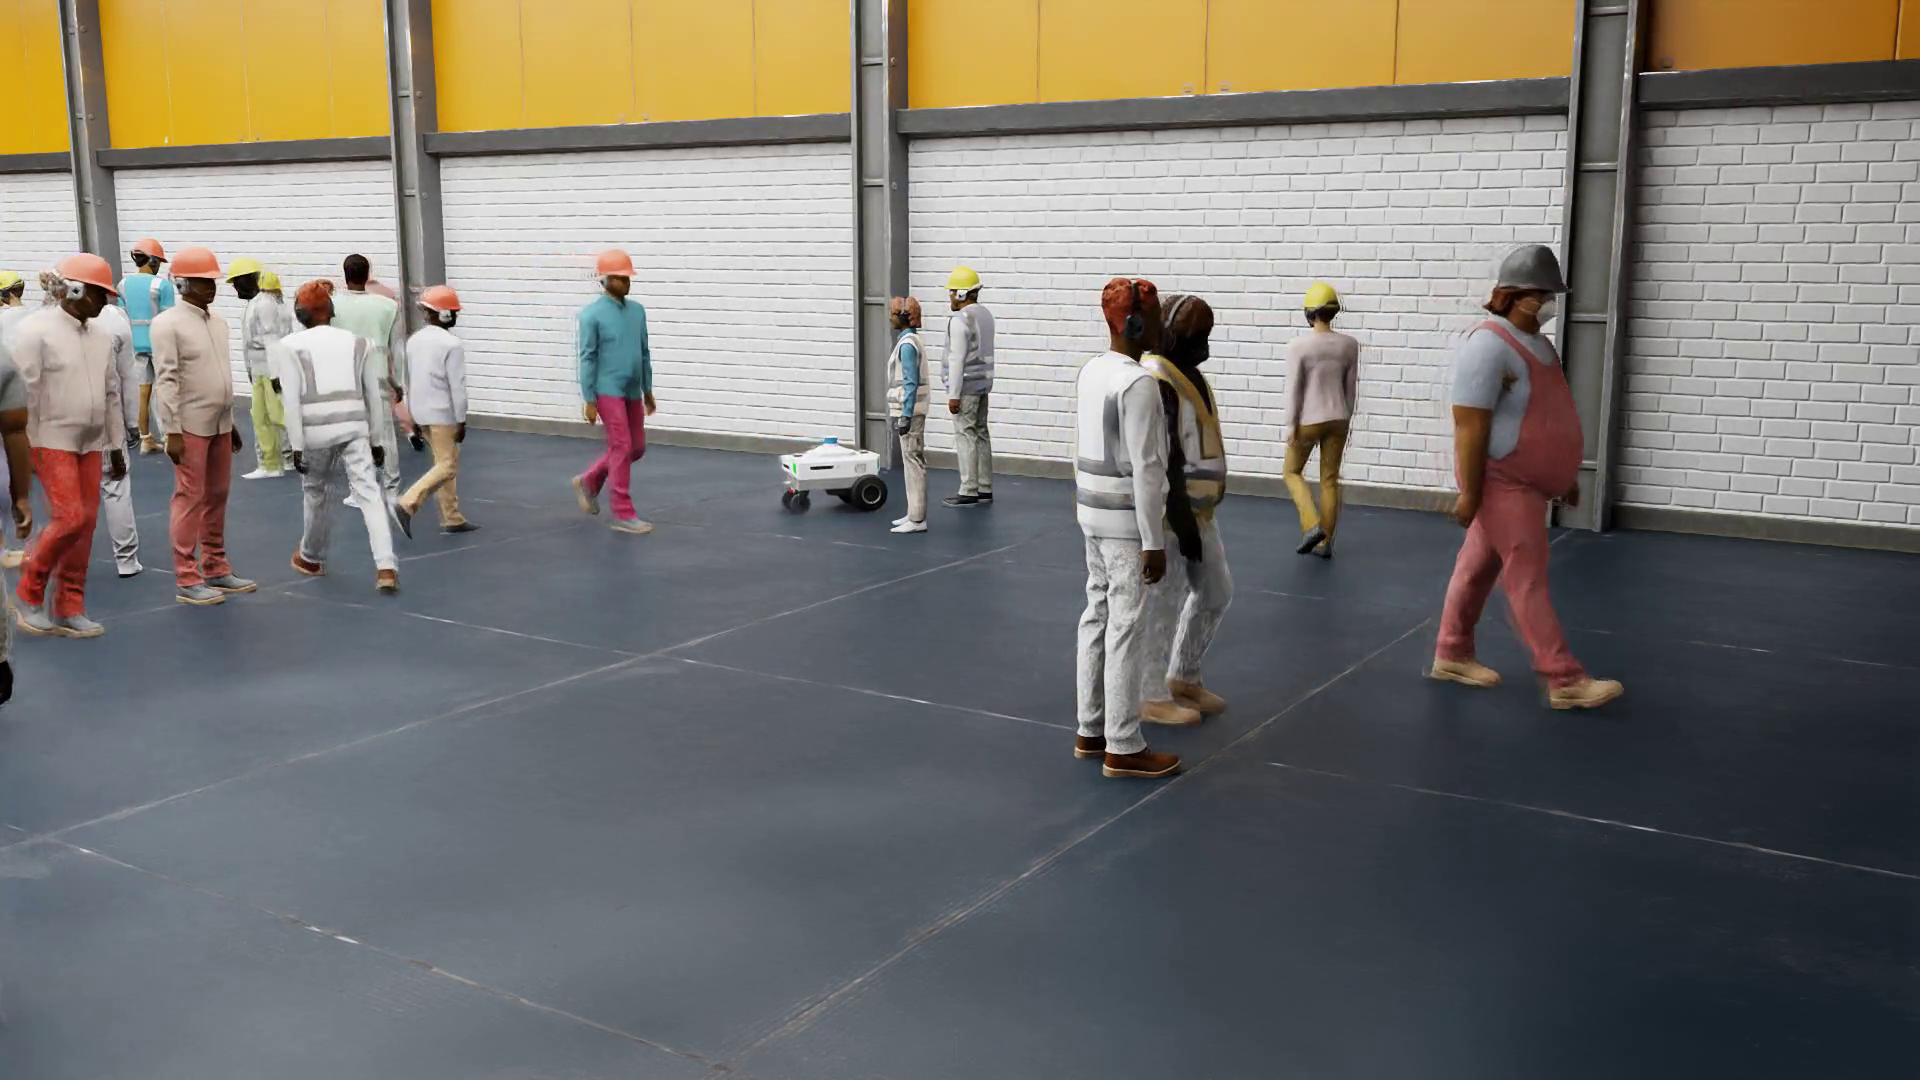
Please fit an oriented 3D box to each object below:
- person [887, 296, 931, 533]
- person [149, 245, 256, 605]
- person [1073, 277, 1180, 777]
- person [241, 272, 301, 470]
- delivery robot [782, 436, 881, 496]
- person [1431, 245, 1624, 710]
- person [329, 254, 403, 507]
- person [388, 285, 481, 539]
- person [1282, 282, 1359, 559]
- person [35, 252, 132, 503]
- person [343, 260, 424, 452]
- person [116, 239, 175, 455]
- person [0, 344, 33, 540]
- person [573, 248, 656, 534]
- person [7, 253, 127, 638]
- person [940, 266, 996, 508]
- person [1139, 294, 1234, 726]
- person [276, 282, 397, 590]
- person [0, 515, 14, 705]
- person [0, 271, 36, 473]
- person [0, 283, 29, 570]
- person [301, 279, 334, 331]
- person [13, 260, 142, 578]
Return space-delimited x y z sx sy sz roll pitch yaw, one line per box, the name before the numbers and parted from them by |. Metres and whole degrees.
person | -0.356 -0.865 11.539 0.311 1.638 0.523 0 10 1
person | -4.241 -0.644 9.327 0.396 1.992 0.622 2 10 9
person | 0.623 -0.045 6.312 0.345 1.882 0.584 -4 11 -19
person | -6.067 -1.485 14.682 0.487 1.744 0.312 2 10 10
delivery robot | -0.968 -0.541 12.485 0.707 0.478 0.477 -4 11 -21
person | 2.525 -0.296 7.273 0.968 2.000 0.698 7 12 34
person | -4.527 -1.205 12.647 0.596 1.916 0.373 -7 12 -34
person | -3.584 -0.855 11.243 0.574 1.729 0.706 9 13 40
person | 2.280 -0.749 10.560 0.523 1.758 0.374 -3 11 -16
person | -5.803 -0.931 11.071 0.608 1.941 0.416 -6 12 -30
person | -5.506 -1.742 15.767 0.649 1.874 0.666 6 12 30
person | -7.587 -1.809 15.677 0.607 2.033 0.389 2 10 13
person | -4.286 -0.222 6.863 0.980 2.000 0.695 7 12 35
person | -2.449 -1.043 11.603 0.725 1.970 0.622 5 12 28
person | -4.530 -0.476 8.507 0.433 1.953 0.671 2 11 14
person | 0.055 -1.164 12.681 0.403 1.825 0.590 5 11 26
person | 0.918 -0.099 6.830 0.512 1.808 0.649 5 11 25
person | -3.648 -0.608 9.753 0.591 1.791 1.159 -8 13 -39
person | -2.885 0.281 4.499 0.884 1.893 0.597 8 13 38
person | -8.192 -1.457 14.492 0.328 1.759 0.524 -1 10 -4
person | -5.973 -0.720 10.201 0.355 1.835 0.516 -8 13 -37
person | -6.343 -1.785 16.630 0.306 1.640 0.522 5 11 23
person | -5.210 -0.699 9.877 0.639 1.908 0.409 -6 12 -30
